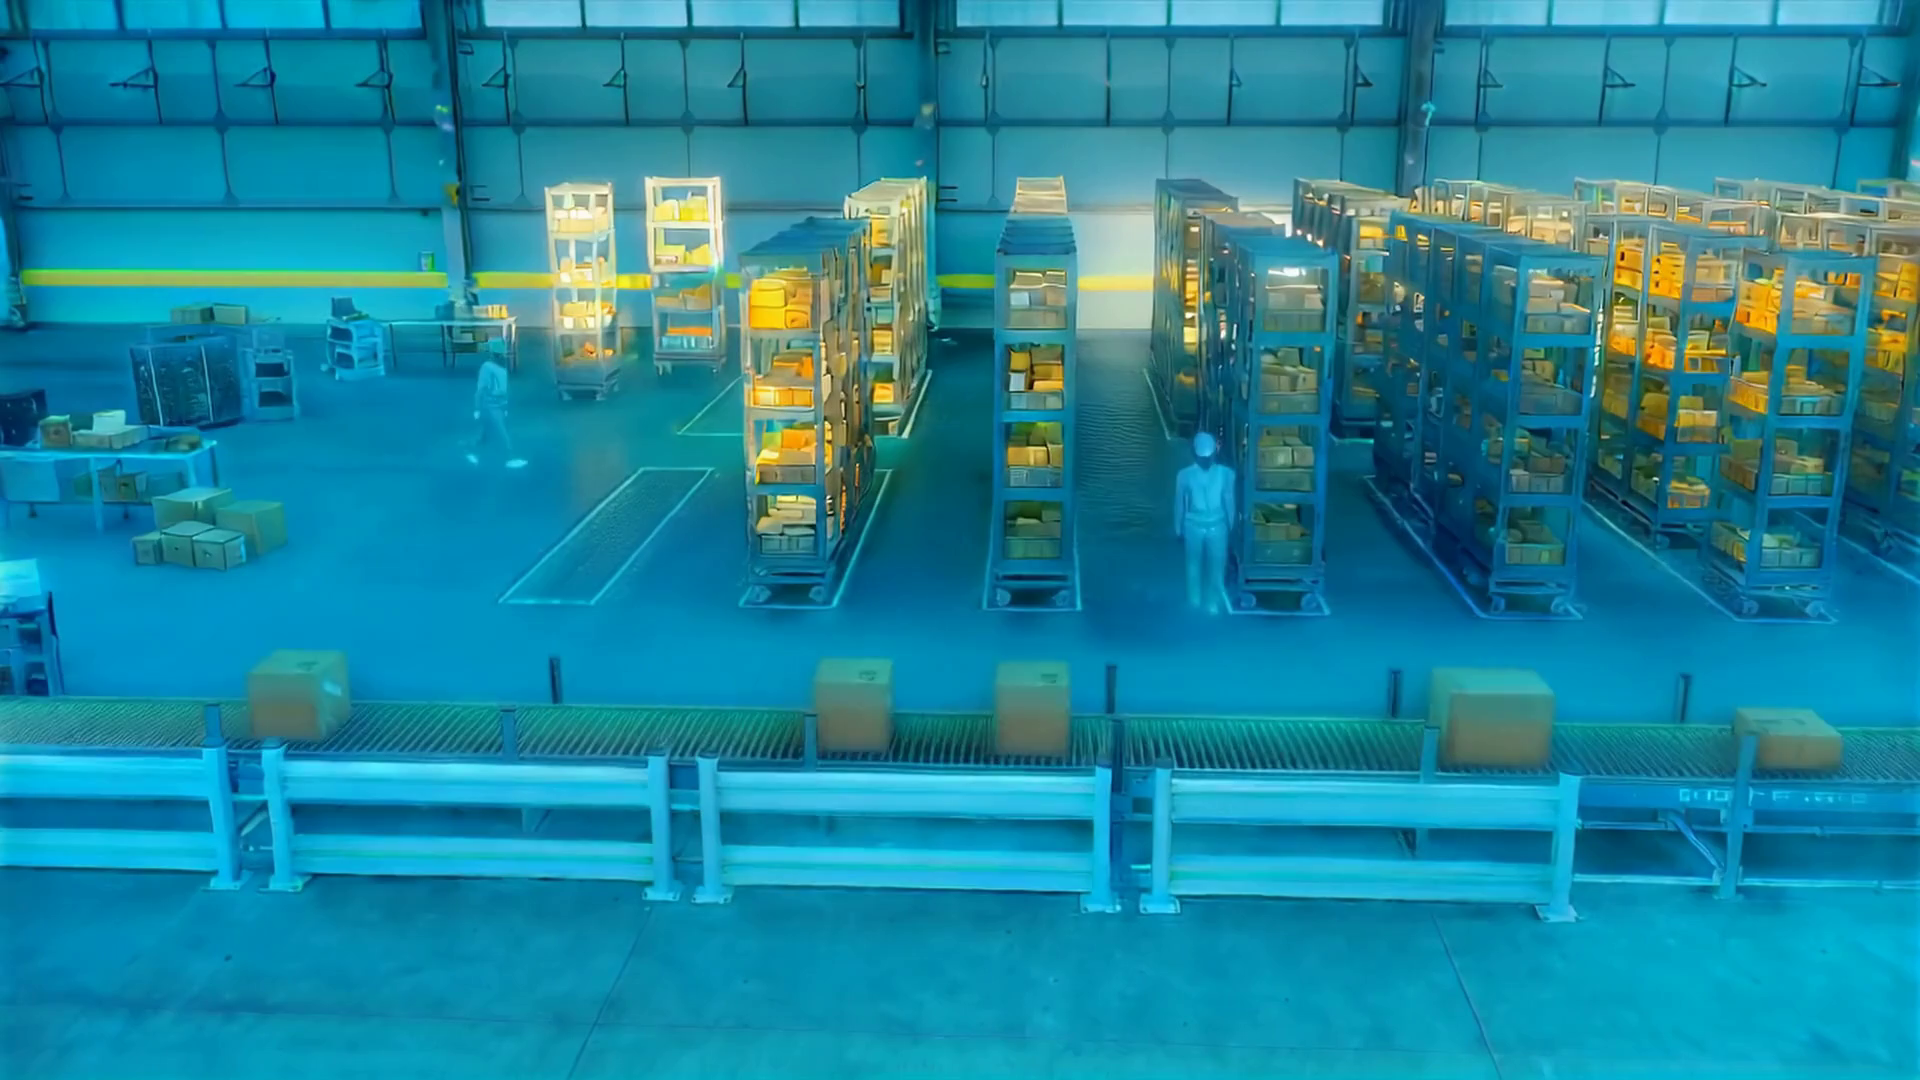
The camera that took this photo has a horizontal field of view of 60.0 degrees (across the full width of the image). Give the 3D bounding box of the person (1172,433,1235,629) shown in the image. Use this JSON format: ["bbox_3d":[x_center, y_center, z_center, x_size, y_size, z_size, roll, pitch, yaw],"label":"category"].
[{"bbox_3d":[2.384,-0.082,16.197,0.639,1.918,0.753,-1,15,-2],"label":"person"}]

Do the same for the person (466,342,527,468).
[{"bbox_3d":[-6.568,-1.881,23.182,0.885,1.775,0.629,1,15,3],"label":"person"}]
